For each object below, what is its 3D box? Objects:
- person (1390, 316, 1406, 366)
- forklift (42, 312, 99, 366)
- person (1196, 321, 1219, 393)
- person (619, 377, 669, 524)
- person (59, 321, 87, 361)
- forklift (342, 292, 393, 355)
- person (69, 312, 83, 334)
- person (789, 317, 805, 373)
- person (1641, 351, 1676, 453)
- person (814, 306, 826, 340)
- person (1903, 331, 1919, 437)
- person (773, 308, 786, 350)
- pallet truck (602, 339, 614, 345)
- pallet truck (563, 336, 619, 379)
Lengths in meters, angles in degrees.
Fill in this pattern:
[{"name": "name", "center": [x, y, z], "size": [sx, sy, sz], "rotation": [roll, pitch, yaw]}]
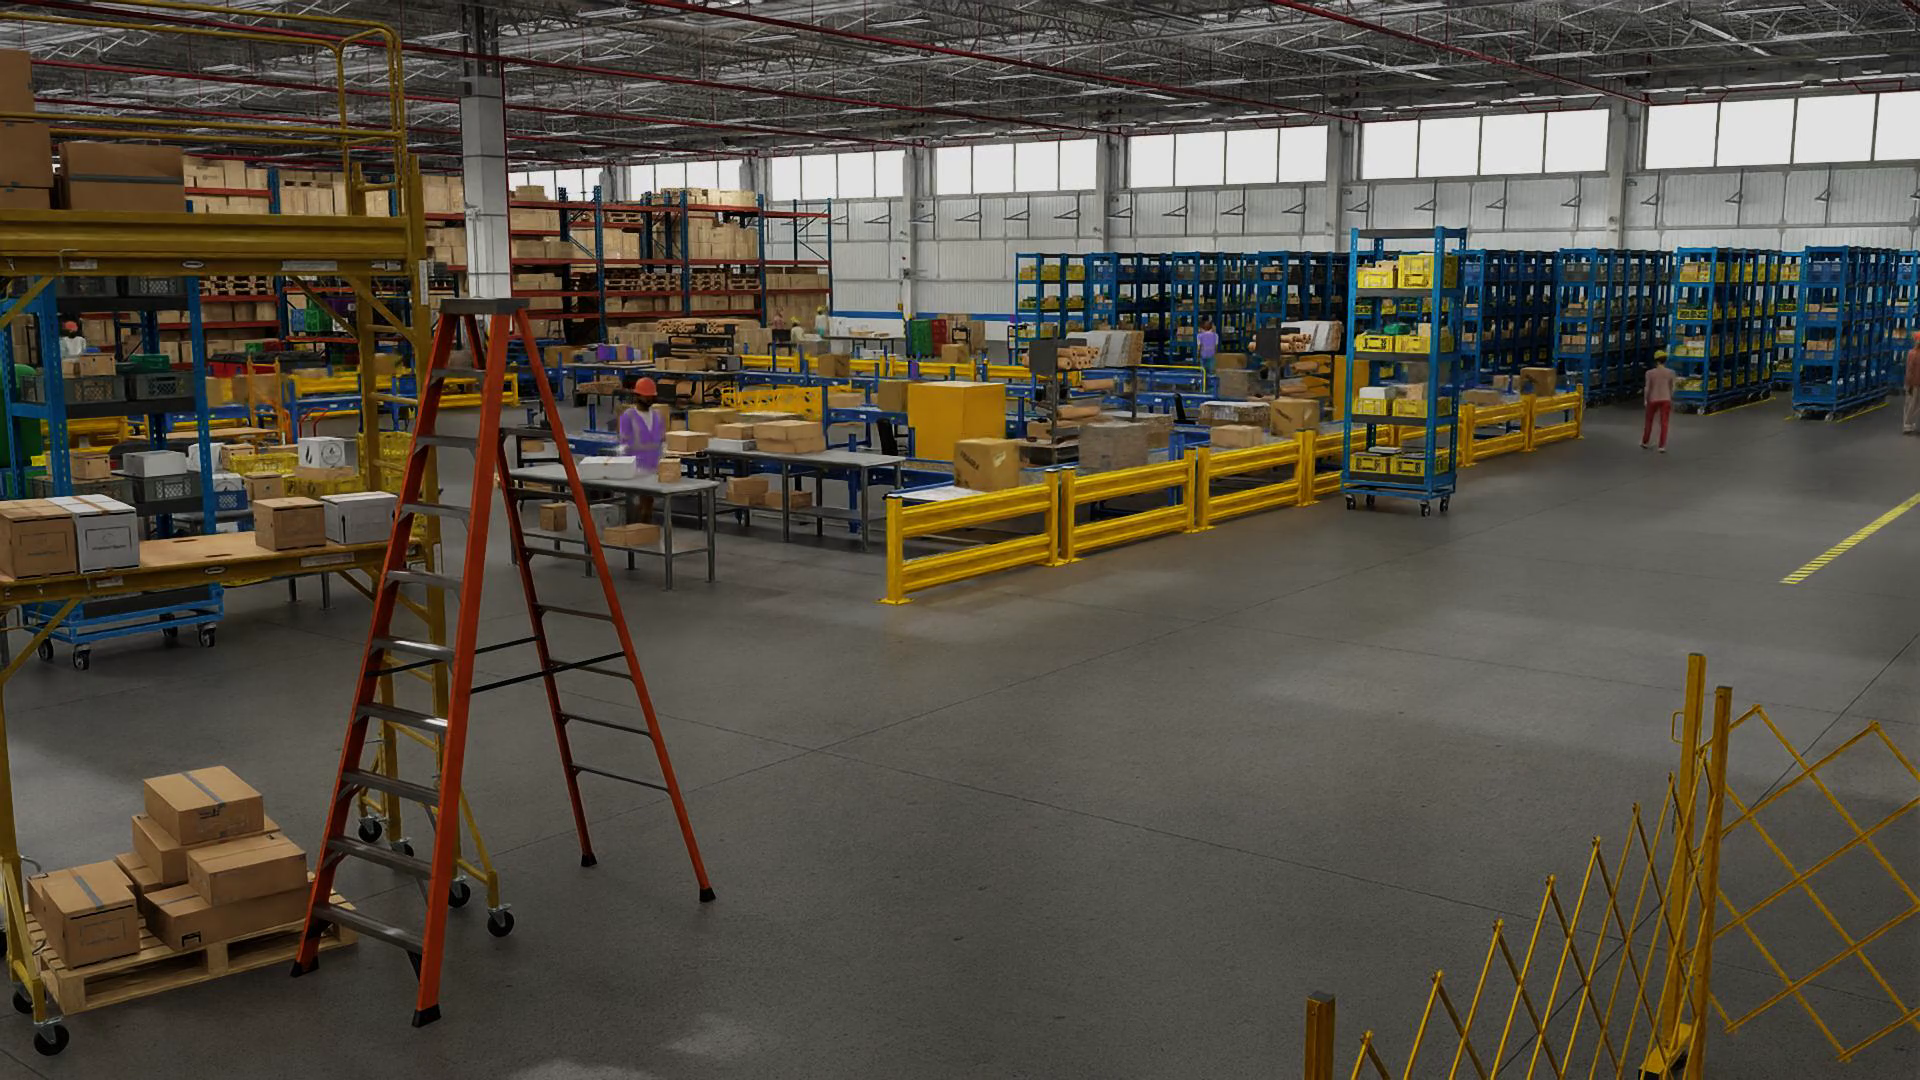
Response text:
[{"name": "person", "center": [12.593, -5.553, 47.480], "size": [1.016, 1.999, 0.620], "rotation": [0, 9, -1]}, {"name": "forklift", "center": [-23.779, -5.451, 44.052], "size": [1.873, 2.768, 1.129], "rotation": [7, 11, 36]}, {"name": "person", "center": [6.227, -4.589, 41.875], "size": [0.567, 1.850, 0.389], "rotation": [-2, 9, -10]}, {"name": "person", "center": [-3.384, -0.797, 17.991], "size": [0.475, 1.918, 0.562], "rotation": [8, 12, 41]}, {"name": "person", "center": [-19.130, -3.727, 36.023], "size": [0.982, 1.998, 0.630], "rotation": [7, 12, 39]}, {"name": "forklift", "center": [-16.485, -5.622, 45.120], "size": [1.129, 2.768, 1.873], "rotation": [7, 11, 37]}, {"name": "person", "center": [-29.794, -6.840, 56.017], "size": [0.646, 1.823, 0.462], "rotation": [8, 12, 40]}, {"name": "person", "center": [-4.736, -5.544, 48.072], "size": [0.605, 1.786, 0.954], "rotation": [-8, 12, -42]}, {"name": "person", "center": [11.939, -2.370, 28.445], "size": [0.526, 1.722, 0.901], "rotation": [2, 9, 11]}, {"name": "person", "center": [-5.516, -8.422, 66.156], "size": [0.531, 1.736, 0.778], "rotation": [7, 11, 36]}, {"name": "person", "center": [17.799, -2.899, 30.924], "size": [0.629, 1.978, 0.434], "rotation": [-5, 11, -30]}, {"name": "person", "center": [-5.984, -6.749, 55.212], "size": [0.406, 1.901, 0.639], "rotation": [-2, 9, -12]}, {"name": "pallet truck", "center": [-8.991, -4.871, 45.351], "size": [0.653, 1.274, 1.630], "rotation": [7, 11, 37]}, {"name": "pallet truck", "center": [-10.690, -5.294, 48.215], "size": [1.601, 1.201, 0.680], "rotation": [-5, 10, -26]}]
